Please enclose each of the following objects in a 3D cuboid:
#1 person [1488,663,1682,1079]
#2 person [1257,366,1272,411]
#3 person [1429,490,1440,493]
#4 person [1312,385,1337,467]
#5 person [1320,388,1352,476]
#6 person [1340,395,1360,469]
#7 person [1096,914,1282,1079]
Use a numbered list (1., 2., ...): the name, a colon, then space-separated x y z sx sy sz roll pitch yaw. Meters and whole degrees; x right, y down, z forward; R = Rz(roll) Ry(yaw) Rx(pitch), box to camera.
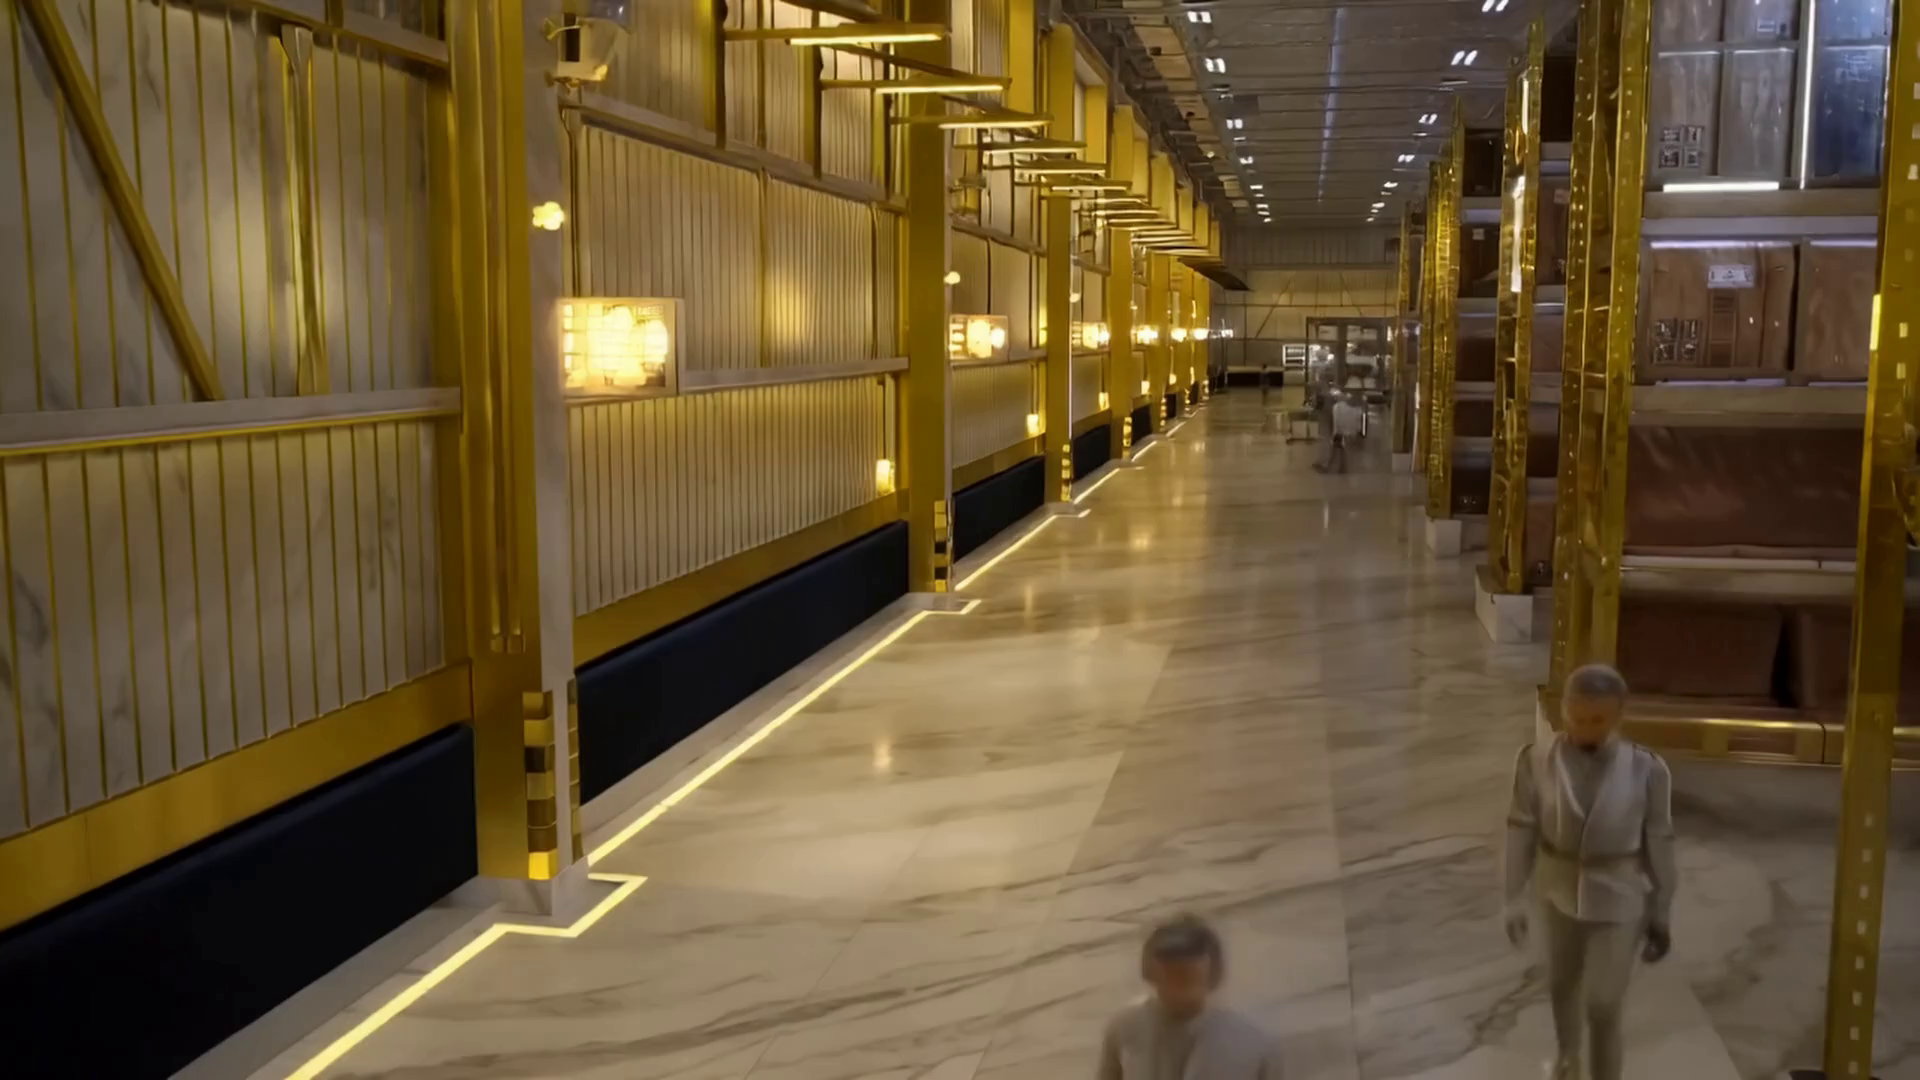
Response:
1. person: 2.358 1.377 6.270 0.685 1.892 0.549 5 8 32
2. person: 11.947 -5.931 65.230 0.604 1.784 0.922 0 7 -3
3. person: 9.192 -1.797 32.003 0.443 1.809 0.593 1 7 8
4. person: 8.309 -2.615 38.286 0.772 1.880 0.670 -2 7 -15
5. person: 8.211 -2.353 36.167 0.542 1.879 0.921 -4 8 -27
6. person: 8.711 -2.407 37.365 0.495 1.696 0.914 1 7 9
7. person: 0.638 1.739 4.423 0.538 1.621 0.549 3 8 25
